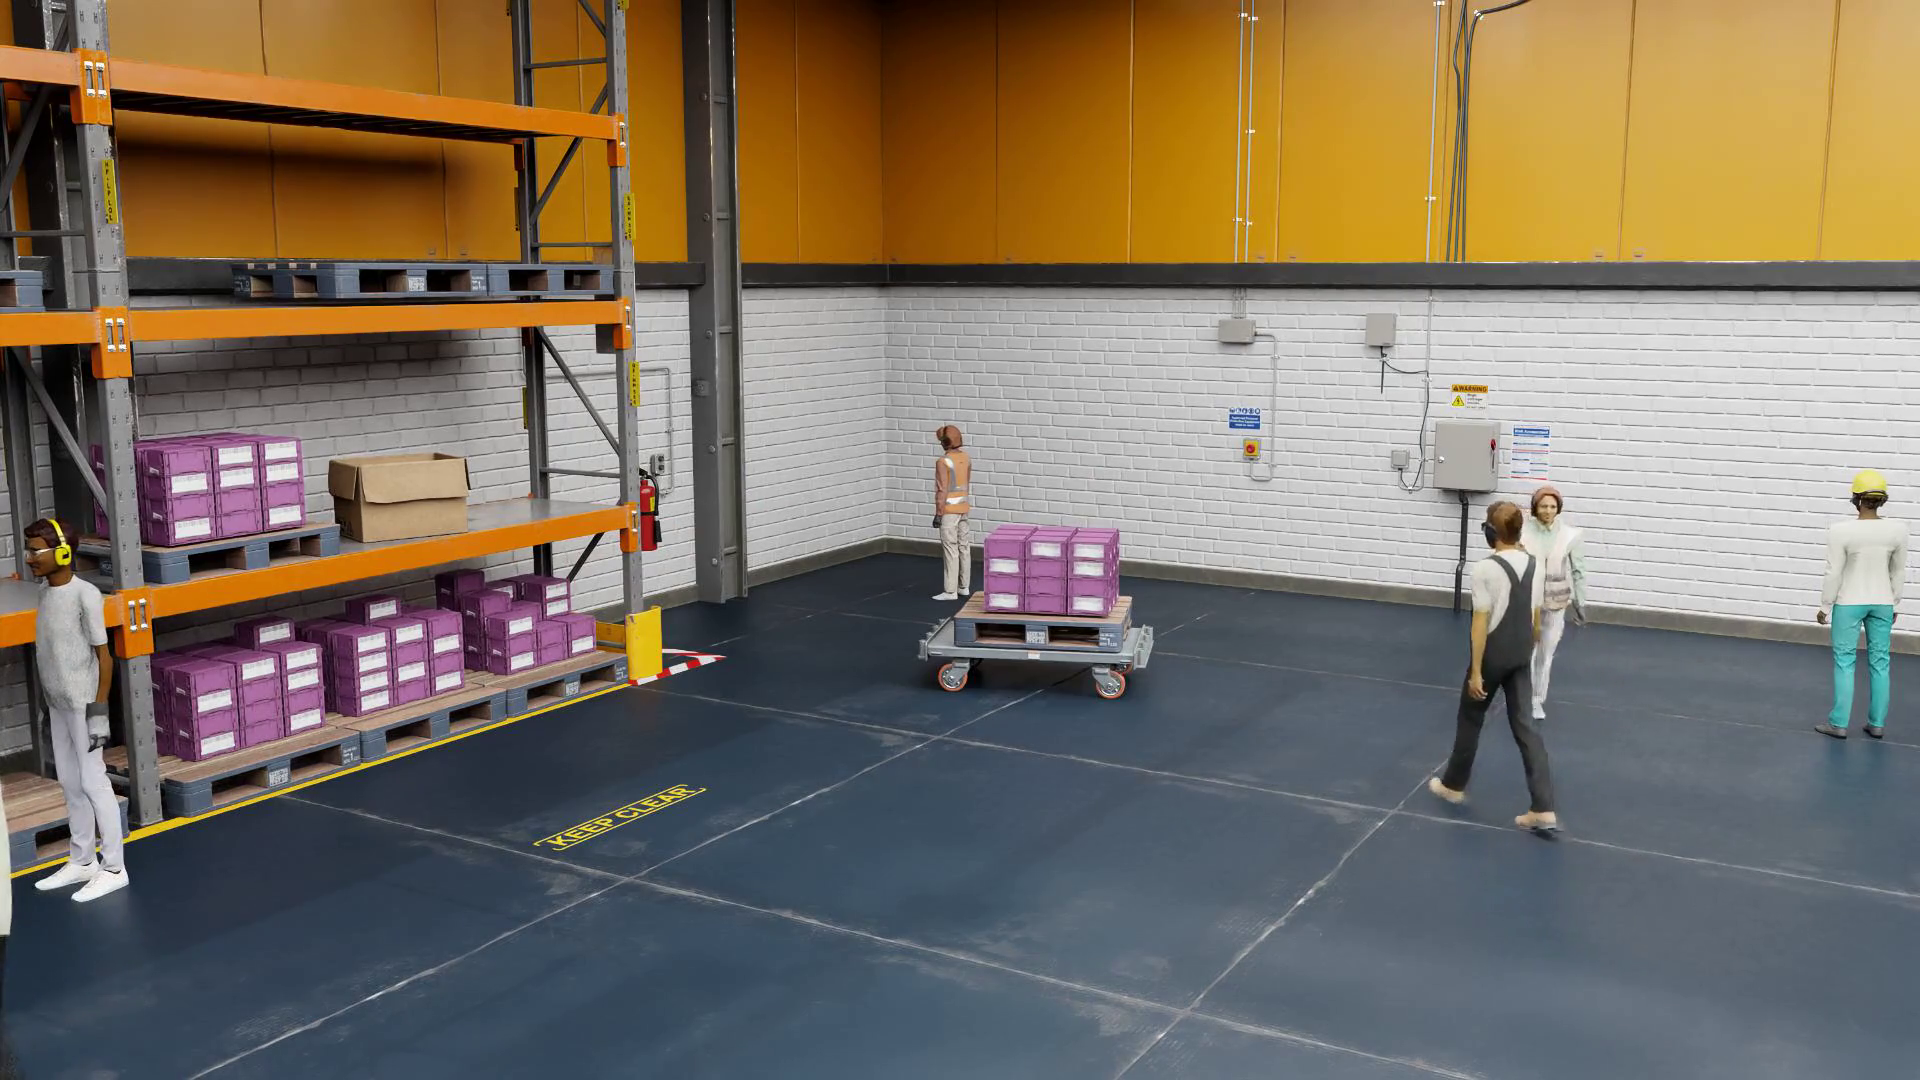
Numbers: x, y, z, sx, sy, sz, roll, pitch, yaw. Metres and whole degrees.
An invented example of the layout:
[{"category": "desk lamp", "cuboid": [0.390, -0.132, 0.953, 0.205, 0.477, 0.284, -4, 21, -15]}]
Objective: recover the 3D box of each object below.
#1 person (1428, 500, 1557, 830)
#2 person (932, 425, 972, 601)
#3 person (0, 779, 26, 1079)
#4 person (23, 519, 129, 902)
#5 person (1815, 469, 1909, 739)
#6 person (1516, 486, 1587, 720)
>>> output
[{"category": "person", "cuboid": [3.010, 0.675, 9.185, 0.531, 1.799, 0.980, -3, 10, -21]}, {"category": "person", "cuboid": [-0.070, -0.250, 15.433, 0.309, 1.640, 0.513, 5, 11, 31]}, {"category": "person", "cuboid": [-3.186, 1.213, 5.201, 0.622, 1.990, 0.402, 8, 12, 40]}, {"category": "person", "cuboid": [-4.312, 0.815, 8.071, 0.532, 1.868, 0.310, 6, 11, 32]}, {"category": "person", "cuboid": [5.863, 0.423, 10.834, 0.524, 1.769, 0.314, 0, 9, 0]}, {"category": "person", "cuboid": [3.904, 0.452, 11.137, 0.524, 1.611, 0.670, 1, 9, 8]}]
